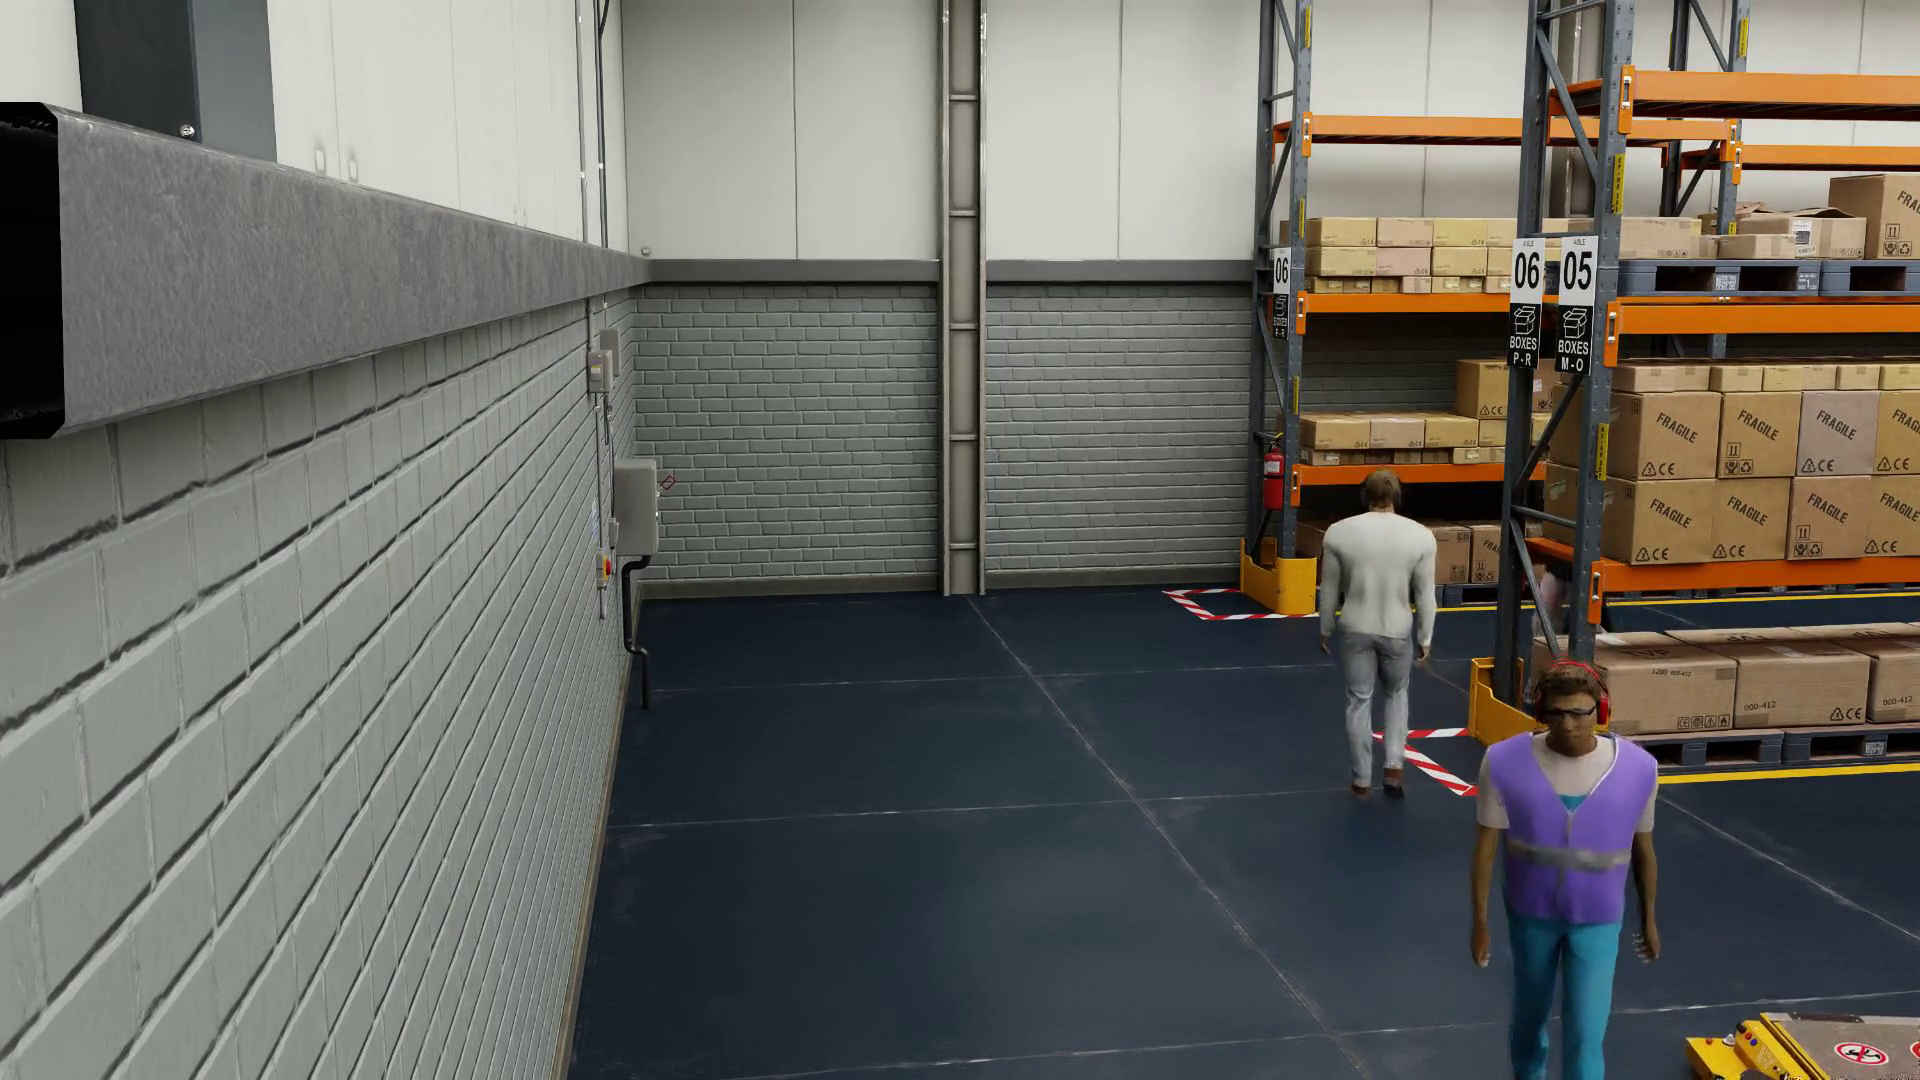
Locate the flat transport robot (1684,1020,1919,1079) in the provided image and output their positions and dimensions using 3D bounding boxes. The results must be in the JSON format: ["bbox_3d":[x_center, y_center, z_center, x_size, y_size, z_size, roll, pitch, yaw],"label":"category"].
[{"bbox_3d":[3.454,1.941,5.969,1.431,0.197,0.652,1,9,4],"label":"flat transport robot"}]

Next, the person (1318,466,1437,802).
[{"bbox_3d":[2.388,0.535,9.576,0.648,1.916,0.564,2,9,11],"label":"person"}]

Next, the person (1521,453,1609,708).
[{"bbox_3d":[4.322,0.204,11.526,0.932,1.963,0.612,-2,10,-15],"label":"person"}]

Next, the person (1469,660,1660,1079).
[{"bbox_3d":[2.038,1.250,5.609,0.619,1.790,0.988,3,10,16],"label":"person"}]

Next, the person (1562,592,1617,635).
[{"bbox_3d":[4.864,0.001,12.493,1.018,2.000,0.691,-4,10,-24],"label":"person"}]
